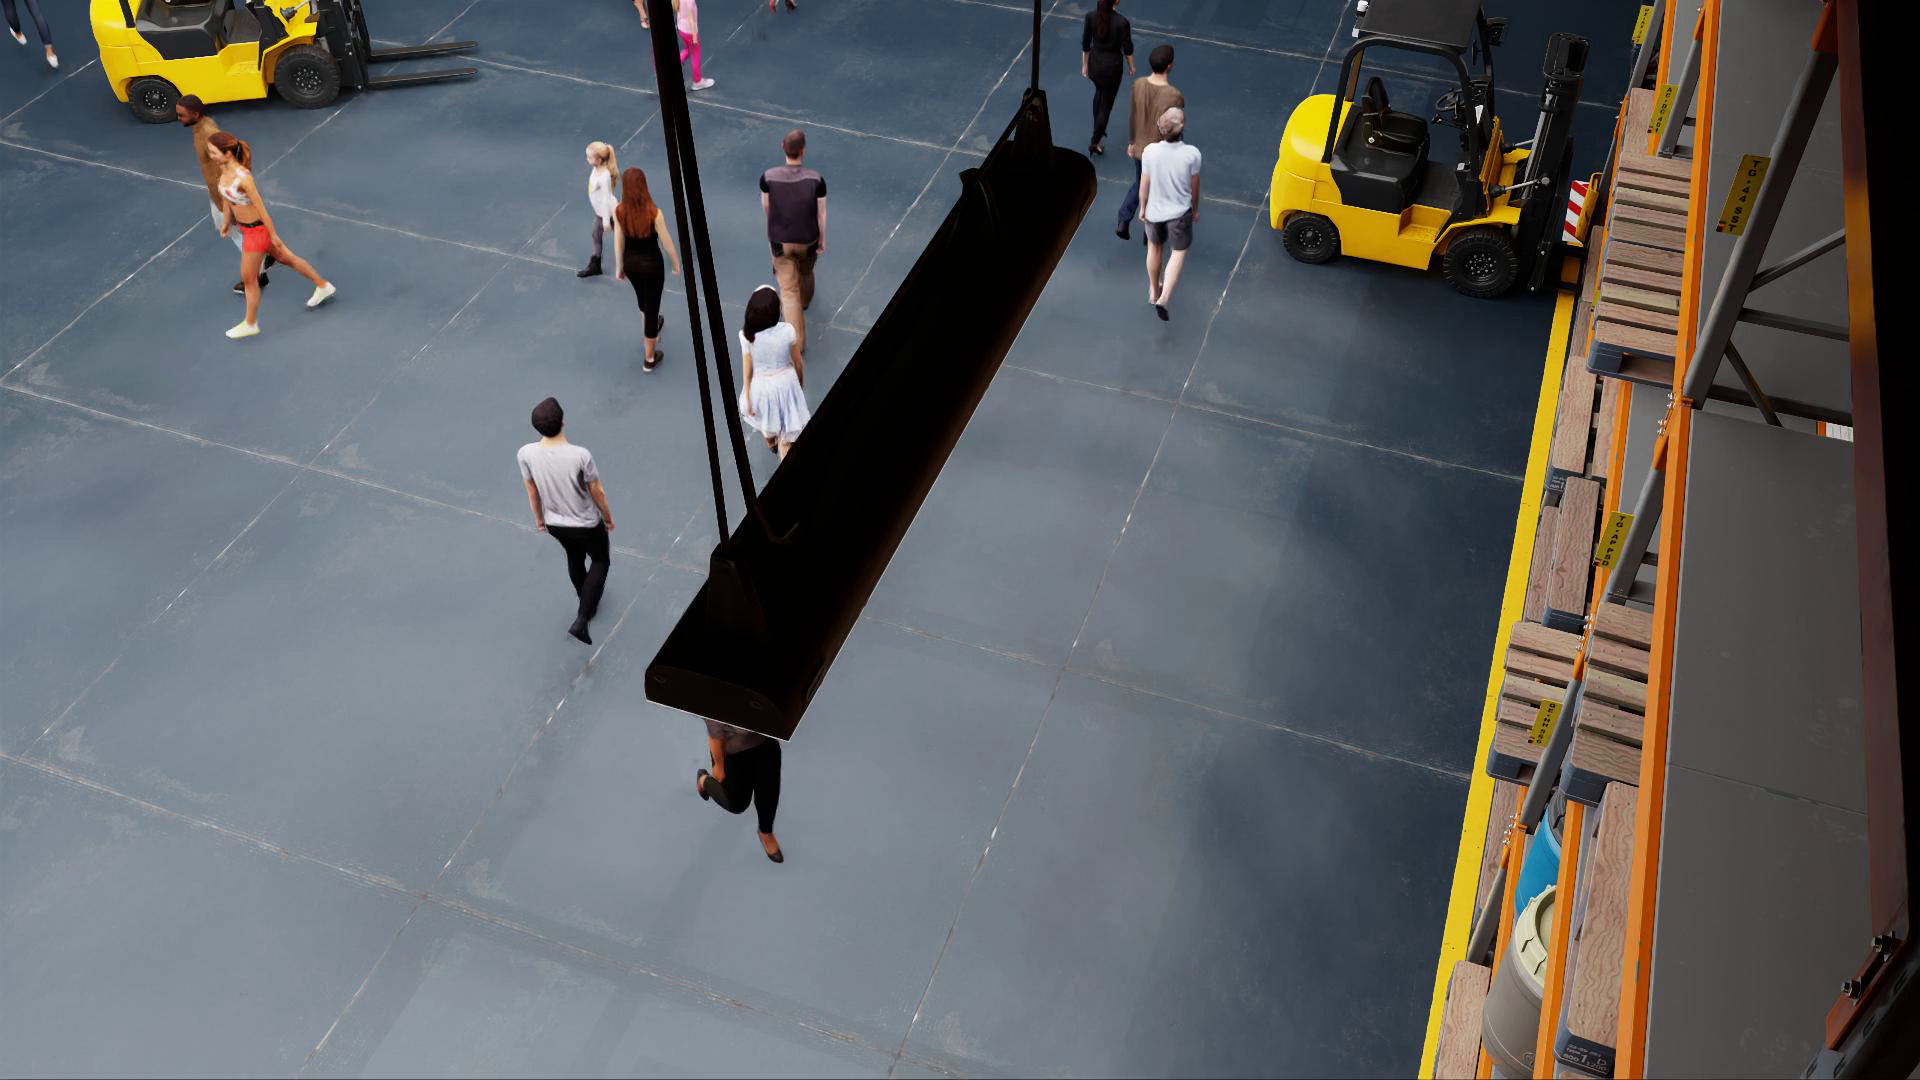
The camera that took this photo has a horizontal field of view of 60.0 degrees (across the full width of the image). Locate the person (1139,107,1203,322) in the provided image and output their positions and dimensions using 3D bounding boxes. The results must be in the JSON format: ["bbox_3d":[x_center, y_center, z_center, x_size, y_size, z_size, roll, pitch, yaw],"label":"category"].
[{"bbox_3d":[1.662,-2.579,13.381,0.670,1.814,0.912,12,45,12],"label":"person"}]

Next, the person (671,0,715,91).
[{"bbox_3d":[-2.719,-4.994,16.314,0.803,1.265,0.715,-23,48,-23],"label":"person"}]

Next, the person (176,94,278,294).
[{"bbox_3d":[-5.966,-2.891,13.714,0.936,1.805,0.871,-27,50,-26],"label":"person"}]

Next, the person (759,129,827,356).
[{"bbox_3d":[-1.316,-2.307,13.115,1.046,1.787,1.308,-4,44,-5],"label":"person"}]

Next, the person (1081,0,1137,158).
[{"bbox_3d":[1.290,-4.265,15.275,0.699,1.641,0.783,27,50,26],"label":"person"}]

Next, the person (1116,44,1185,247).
[{"bbox_3d":[1.603,-3.270,14.060,0.825,1.877,0.951,31,52,28],"label":"person"}]

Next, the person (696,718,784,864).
[{"bbox_3d":[-1.283,1.137,9.478,0.991,1.816,0.974,-30,51,-28],"label":"person"}]

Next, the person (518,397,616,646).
[{"bbox_3d":[-2.519,-0.071,10.725,0.757,1.846,0.985,8,44,8],"label":"person"}]

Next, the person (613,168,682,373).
[{"bbox_3d":[-2.491,-2.054,12.906,0.665,1.708,0.897,10,44,10],"label":"person"}]

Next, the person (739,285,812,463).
[{"bbox_3d":[-1.280,-0.912,11.667,1.037,1.763,1.259,-8,44,-8],"label":"person"}]

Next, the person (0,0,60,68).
[{"bbox_3d":[-9.405,-5.563,16.546,1.148,1.768,1.099,-25,49,-24],"label":"person"}]

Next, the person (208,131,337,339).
[{"bbox_3d":[-5.557,-2.504,13.354,1.237,1.742,0.998,-30,51,-27],"label":"person"}]

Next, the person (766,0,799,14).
[{"bbox_3d":[-1.886,-6.270,17.273,0.693,1.789,0.882,21,48,21],"label":"person"}]
